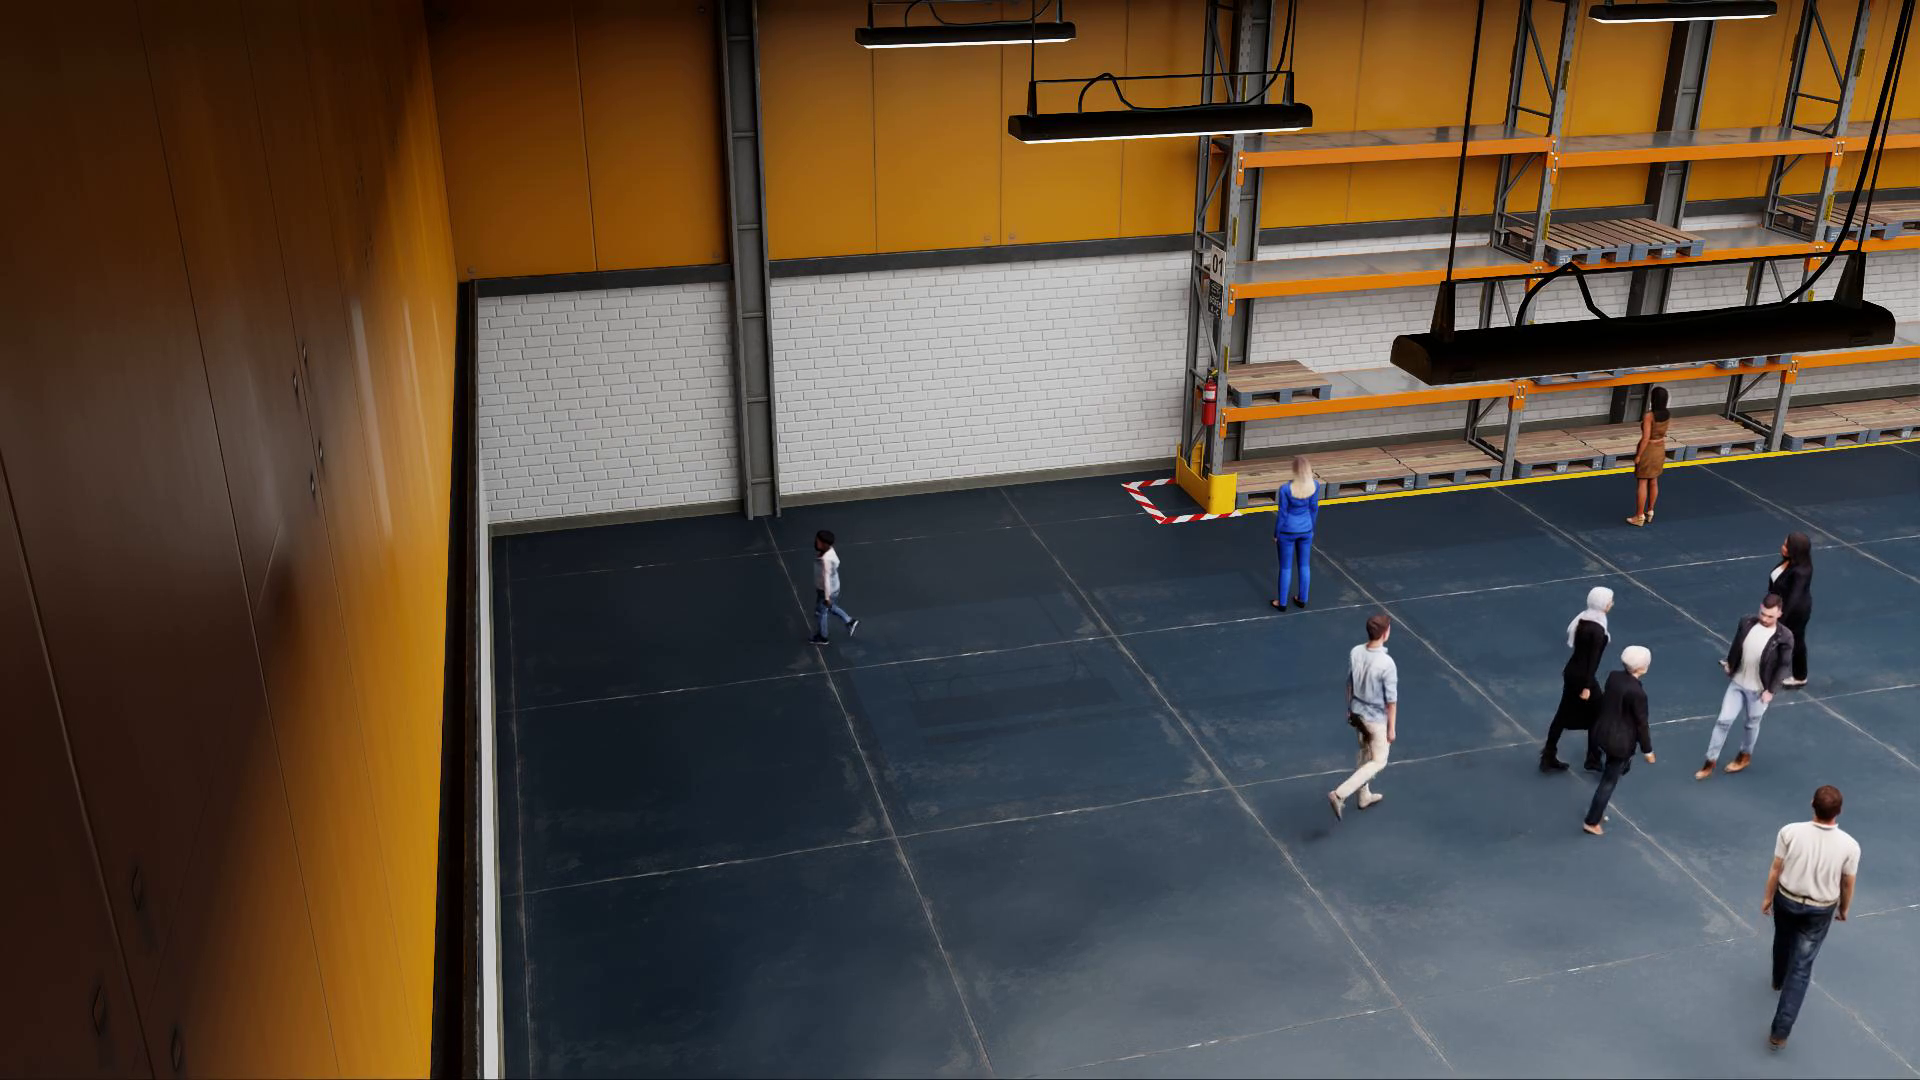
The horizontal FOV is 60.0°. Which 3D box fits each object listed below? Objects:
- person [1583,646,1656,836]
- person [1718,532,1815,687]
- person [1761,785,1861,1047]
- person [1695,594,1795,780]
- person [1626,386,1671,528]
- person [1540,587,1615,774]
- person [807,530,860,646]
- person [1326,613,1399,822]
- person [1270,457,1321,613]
[{"bbox_3d":[5.268,1.667,13.492,0.766,1.767,0.823,-2,24,-4],"label":"person"},{"bbox_3d":[7.957,0.697,15.800,1.136,1.572,0.900,2,24,5],"label":"person"},{"bbox_3d":[5.696,2.559,11.250,1.222,1.804,1.309,14,27,29],"label":"person"},{"bbox_3d":[6.866,1.223,14.314,1.080,1.798,0.946,-16,28,-33],"label":"person"},{"bbox_3d":[8.094,-0.988,19.510,0.539,1.688,0.680,-14,27,-30],"label":"person"},{"bbox_3d":[5.270,1.229,14.353,0.933,1.756,0.764,-1,24,-1],"label":"person"},{"bbox_3d":[-1.279,0.470,16.723,0.804,1.249,0.628,2,24,5],"label":"person"},{"bbox_3d":[3.318,1.484,13.675,1.036,1.831,0.800,-13,27,-27],"label":"person"},{"bbox_3d":[3.513,-0.068,17.392,0.476,1.699,0.674,-7,25,-15],"label":"person"}]
